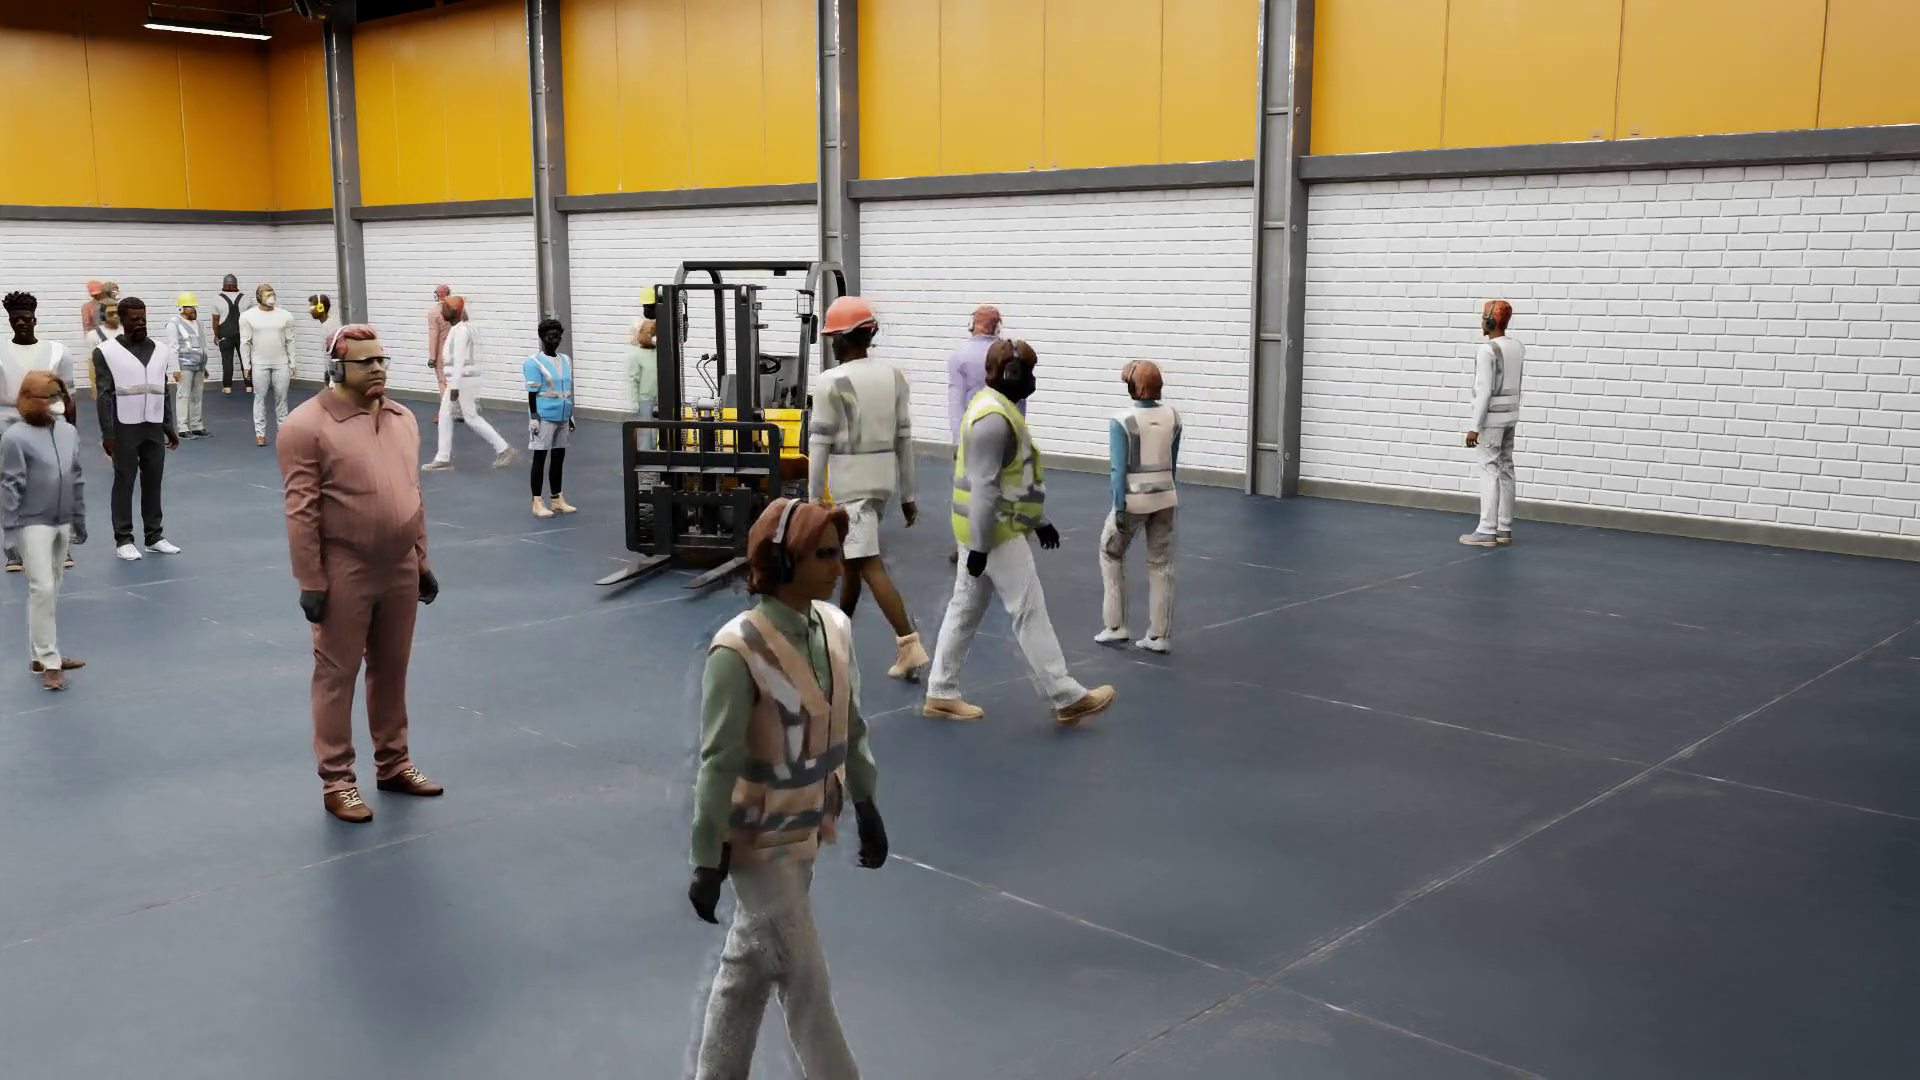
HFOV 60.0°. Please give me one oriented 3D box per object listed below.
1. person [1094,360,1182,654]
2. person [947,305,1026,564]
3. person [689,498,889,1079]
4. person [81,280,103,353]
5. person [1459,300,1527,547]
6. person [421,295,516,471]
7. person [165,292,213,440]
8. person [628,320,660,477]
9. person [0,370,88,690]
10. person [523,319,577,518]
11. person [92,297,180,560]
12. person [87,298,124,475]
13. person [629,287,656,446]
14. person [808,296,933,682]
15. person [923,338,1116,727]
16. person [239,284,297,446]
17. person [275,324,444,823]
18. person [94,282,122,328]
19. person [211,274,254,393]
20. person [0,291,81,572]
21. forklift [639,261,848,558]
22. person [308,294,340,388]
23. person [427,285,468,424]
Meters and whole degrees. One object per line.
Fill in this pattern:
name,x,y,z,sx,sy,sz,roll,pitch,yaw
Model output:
person,0.987,-0.189,9.264,0.521,1.620,0.573,-5,10,-27
person,0.190,-0.714,11.729,0.663,1.865,0.716,-4,10,-23
person,-0.332,0.704,3.827,0.825,1.596,0.538,4,10,23
person,-13.587,-3.137,26.344,0.639,1.947,0.663,6,11,31
person,4.092,-0.891,12.755,0.573,1.883,0.353,-8,12,-41
person,-5.199,-1.650,17.520,0.910,1.856,0.571,-5,11,-28
person,-9.597,-2.169,20.751,0.403,1.830,0.600,2,10,14
person,-3.025,-1.359,16.406,0.356,1.620,0.529,9,13,43
person,-4.690,-0.060,8.519,0.449,1.606,0.543,2,9,10
person,-3.505,-1.046,14.266,0.321,1.699,0.537,5,11,29
person,-6.060,-0.824,12.241,0.372,1.917,0.596,5,10,27
person,-8.643,-1.562,17.041,0.454,1.827,0.533,6,11,33
person,-3.483,-1.906,18.883,0.601,1.919,0.411,4,10,21
person,-0.486,-0.272,8.674,1.050,1.992,0.609,8,12,42
person,0.253,-0.031,7.757,0.926,1.792,0.633,-1,9,-3
person,-8.297,-2.099,19.987,0.636,1.939,0.358,-6,11,-32
person,-2.306,0.117,6.498,0.406,1.911,0.639,5,11,29
person,-12.206,-2.739,23.923,0.635,1.935,0.351,9,13,43
person,-12.471,-3.546,28.556,0.691,2.000,0.537,-6,11,-32
person,-6.557,-0.768,11.743,0.603,1.967,0.367,-5,11,-30
forklift,-1.552,-1.040,12.721,1.214,2.155,2.313,2,9,11
person,-7.043,-1.830,18.671,0.416,1.837,0.573,-5,10,-26
person,-7.050,-2.543,22.833,0.401,1.904,0.641,6,11,33
